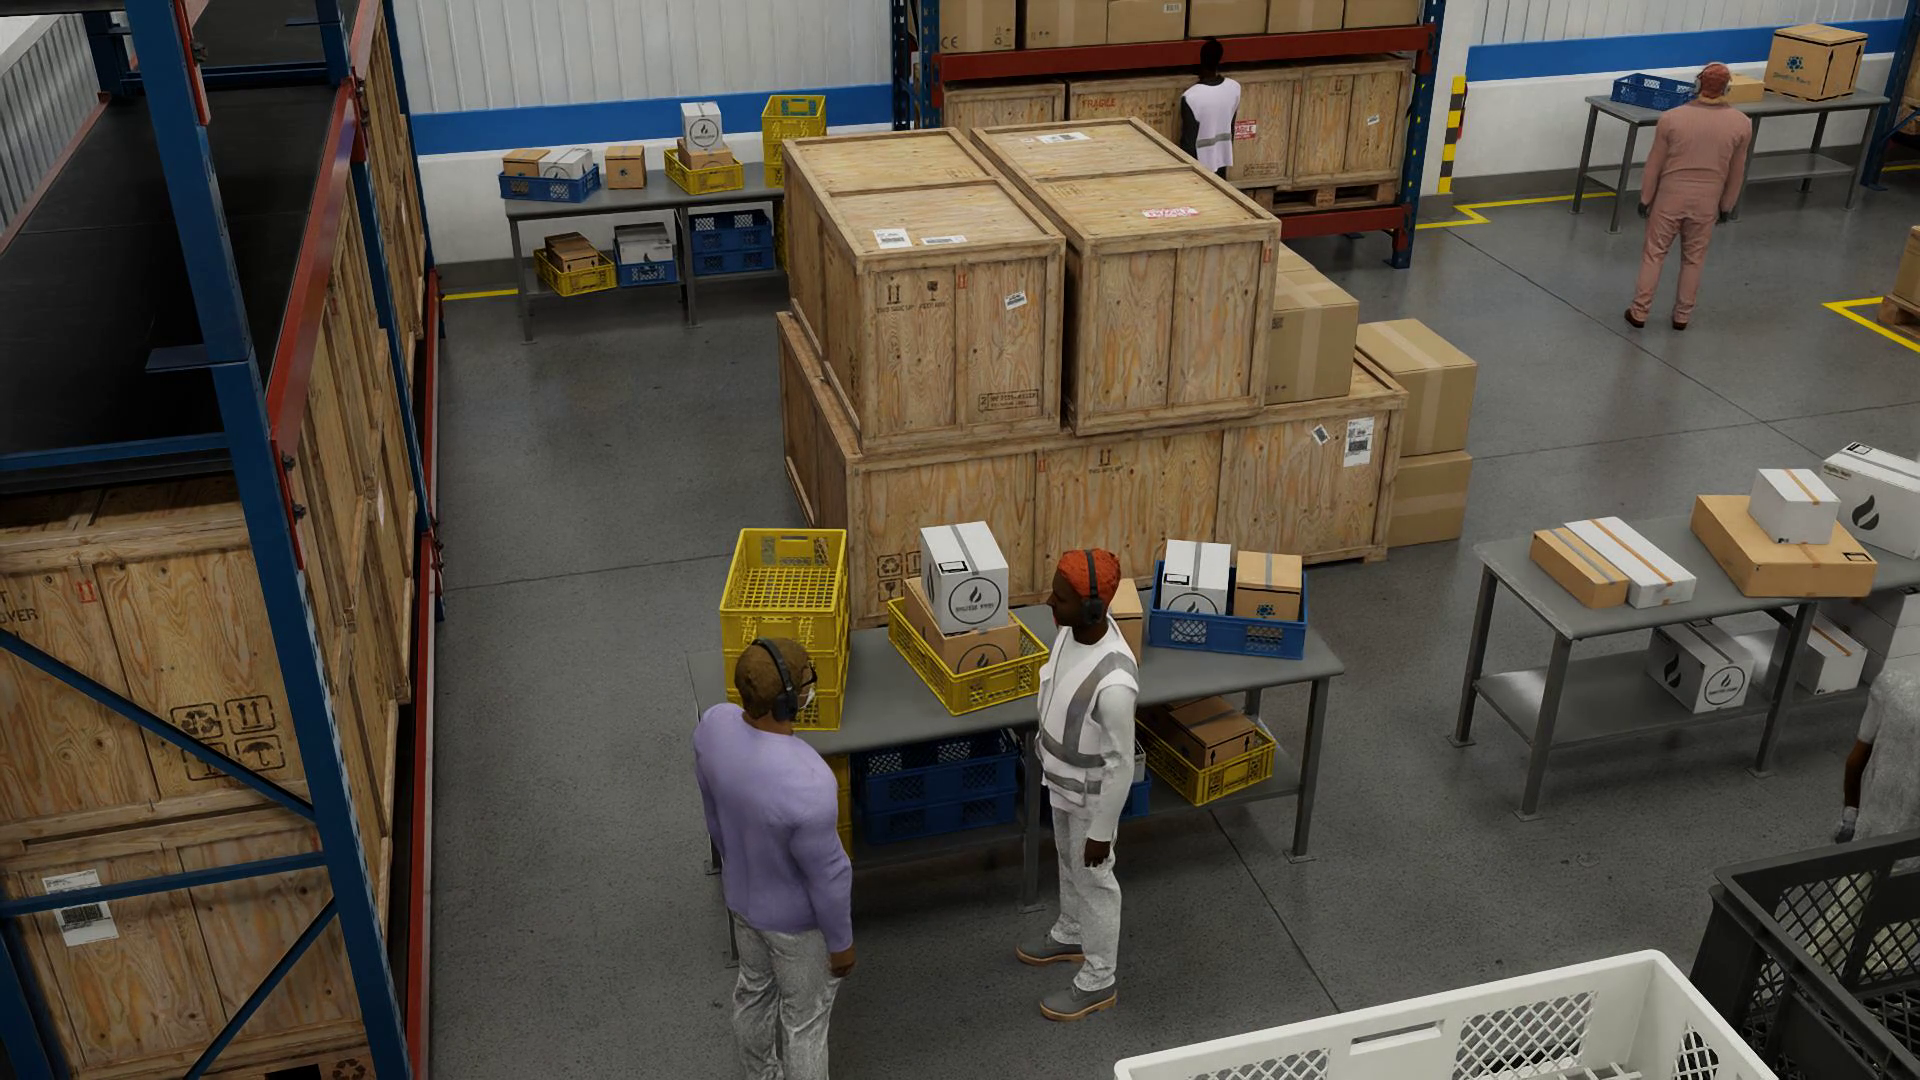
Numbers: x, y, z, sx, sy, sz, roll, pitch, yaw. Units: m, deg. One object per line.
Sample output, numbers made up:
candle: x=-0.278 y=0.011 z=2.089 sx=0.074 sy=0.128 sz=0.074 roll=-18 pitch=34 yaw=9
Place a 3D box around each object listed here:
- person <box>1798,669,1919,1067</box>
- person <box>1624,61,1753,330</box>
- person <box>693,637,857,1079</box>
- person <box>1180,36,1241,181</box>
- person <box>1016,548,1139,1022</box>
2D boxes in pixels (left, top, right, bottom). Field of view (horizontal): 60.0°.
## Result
person: x=3.145 y=1.042 z=5.562 sx=0.326 sy=1.862 sz=0.519 roll=-8 pitch=30 yaw=-15
person: x=5.170 y=-2.428 z=11.825 sx=0.657 sy=1.900 sz=0.394 roll=5 pitch=29 yaw=9
person: x=-0.557 y=1.143 z=5.297 sx=0.372 sy=1.940 sz=0.632 roll=-25 pitch=38 yaw=-38
person: x=1.830 y=-2.776 z=12.432 sx=0.587 sy=1.920 sz=0.394 roll=-23 pitch=37 yaw=-36
person: x=0.425 y=0.862 z=5.866 sx=0.347 sy=1.881 sz=0.584 roll=-7 pitch=30 yaw=-12
